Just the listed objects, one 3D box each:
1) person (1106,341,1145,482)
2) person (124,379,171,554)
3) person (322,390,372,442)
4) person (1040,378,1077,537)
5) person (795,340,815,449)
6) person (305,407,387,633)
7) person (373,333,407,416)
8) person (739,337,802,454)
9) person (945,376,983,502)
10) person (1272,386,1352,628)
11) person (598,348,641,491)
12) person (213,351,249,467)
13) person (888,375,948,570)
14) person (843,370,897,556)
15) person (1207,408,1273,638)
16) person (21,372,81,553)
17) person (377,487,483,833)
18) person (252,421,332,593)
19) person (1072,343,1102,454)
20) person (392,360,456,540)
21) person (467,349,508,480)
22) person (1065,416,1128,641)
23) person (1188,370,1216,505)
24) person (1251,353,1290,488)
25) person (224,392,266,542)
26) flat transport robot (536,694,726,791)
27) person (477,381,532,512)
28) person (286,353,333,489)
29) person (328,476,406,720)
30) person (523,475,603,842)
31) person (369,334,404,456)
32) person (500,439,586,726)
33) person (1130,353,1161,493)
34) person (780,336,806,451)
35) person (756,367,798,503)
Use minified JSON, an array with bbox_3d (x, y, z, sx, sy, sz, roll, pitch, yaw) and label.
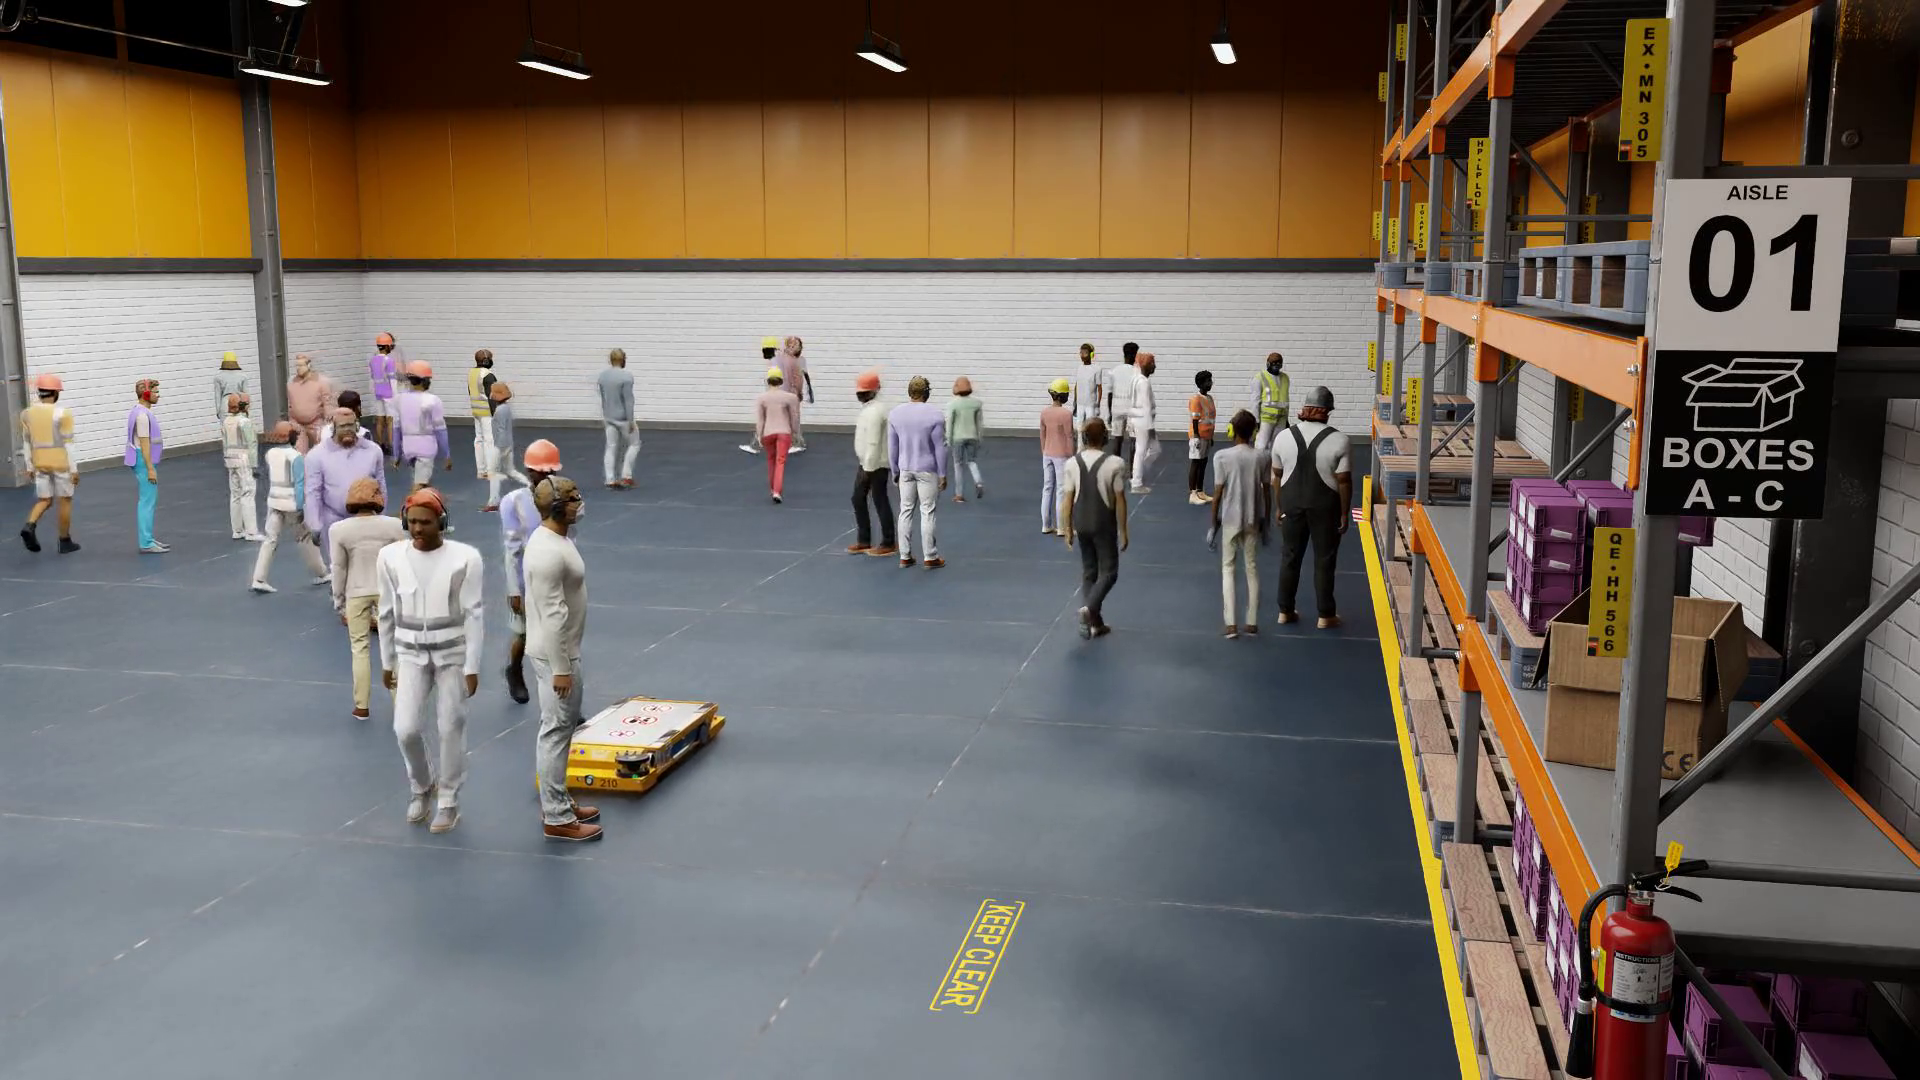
[{"bbox_3d":[2.326,-1.796,23.273,0.642,1.961,0.366,6,11,30],"label":"person"},{"bbox_3d":[-8.577,-0.774,17.504,0.387,1.836,0.571,-4,10,-25],"label":"person"},{"bbox_3d":[-5.504,-0.421,15.200,0.595,1.886,0.717,4,10,22],"label":"person"},{"bbox_3d":[1.105,-0.923,18.593,0.305,1.771,0.525,-8,12,-39],"label":"person"},{"bbox_3d":[-2.667,-2.393,27.265,0.808,1.822,0.676,9,13,44],"label":"person"},{"bbox_3d":[-5.014,-0.151,13.667,0.663,1.852,0.988,-5,11,-28],"label":"person"},{"bbox_3d":[-10.288,-2.849,30.113,0.437,1.802,0.668,7,12,37],"label":"person"},{"bbox_3d":[-3.004,-2.292,26.511,1.016,1.872,0.609,0,9,-1],"label":"person"},{"bbox_3d":[0.079,-1.274,21.156,0.515,1.620,0.434,-4,10,-25],"label":"person"},{"bbox_3d":[2.978,-0.291,13.966,0.683,2.000,0.535,5,11,29],"label":"person"},{"bbox_3d":[-4.555,-1.621,22.338,0.654,1.915,0.600,7,12,35],"label":"person"},{"bbox_3d":[-10.911,-1.959,24.944,0.480,1.733,0.331,-5,11,-30],"label":"person"},{"bbox_3d":[-0.407,-0.671,16.563,0.636,1.939,0.363,4,10,24],"label":"person"},{"bbox_3d":[-0.928,-0.776,17.149,0.629,1.953,0.647,-3,10,-19],"label":"person"},{"bbox_3d":[2.291,-0.132,13.551,0.531,1.874,0.335,-1,10,-8],"label":"person"},{"bbox_3d":[-9.477,-0.773,17.276,0.549,1.914,0.667,1,9,5],"label":"person"},{"bbox_3d":[-2.807,0.645,8.849,0.575,1.867,0.410,-1,9,-4],"label":"person"},{"bbox_3d":[-6.262,-0.313,15.461,0.512,1.589,0.881,5,11,26],"label":"person"},{"bbox_3d":[1.876,-1.995,24.738,0.518,1.874,0.326,8,12,41],"label":"person"},{"bbox_3d":[-5.927,-0.964,18.183,0.628,2.003,1.039,4,10,24],"label":"person"},{"bbox_3d":[-6.655,-1.760,23.414,0.429,1.846,0.626,-9,13,-43],"label":"person"},{"bbox_3d":[1.066,-0.075,13.320,0.528,1.828,0.710,5,11,28],"label":"person"},{"bbox_3d":[3.071,-1.301,21.086,0.318,1.697,0.535,5,11,29],"label":"person"},{"bbox_3d":[4.255,-1.633,22.669,0.624,1.838,0.430,-5,11,-29],"label":"person"},{"bbox_3d":[-7.862,-0.798,18.237,0.523,1.641,0.309,7,12,35],"label":"person"},{"bbox_3d":[-1.981,1.219,10.190,0.652,0.197,1.431,2,10,11],"label":"flat transport robot"},{"bbox_3d":[-5.539,-1.141,20.361,0.736,1.609,0.504,0,9,-2],"label":"person"},{"bbox_3d":[-8.488,-1.512,21.814,0.635,1.883,0.849,1,9,4],"label":"person"},{"bbox_3d":[-3.932,0.386,11.114,0.499,1.633,0.278,-4,10,-21],"label":"person"},{"bbox_3d":[-2.109,0.618,8.794,0.366,1.939,0.635,-2,10,-13],"label":"person"},{"bbox_3d":[-9.086,-2.298,26.368,0.545,1.938,0.362,6,11,32],"label":"person"},{"bbox_3d":[-2.818,0.255,11.126,0.533,1.901,0.906,-6,11,-32],"label":"person"},{"bbox_3d":[2.457,-1.532,21.957,0.431,1.865,0.588,1,9,7],"label":"person"},{"bbox_3d":[-2.862,-2.362,27.003,0.650,1.884,0.654,-1,10,-8],"label":"person"},{"bbox_3d":[-2.358,-1.356,21.335,0.518,1.727,0.907,1,10,8],"label":"person"}]
